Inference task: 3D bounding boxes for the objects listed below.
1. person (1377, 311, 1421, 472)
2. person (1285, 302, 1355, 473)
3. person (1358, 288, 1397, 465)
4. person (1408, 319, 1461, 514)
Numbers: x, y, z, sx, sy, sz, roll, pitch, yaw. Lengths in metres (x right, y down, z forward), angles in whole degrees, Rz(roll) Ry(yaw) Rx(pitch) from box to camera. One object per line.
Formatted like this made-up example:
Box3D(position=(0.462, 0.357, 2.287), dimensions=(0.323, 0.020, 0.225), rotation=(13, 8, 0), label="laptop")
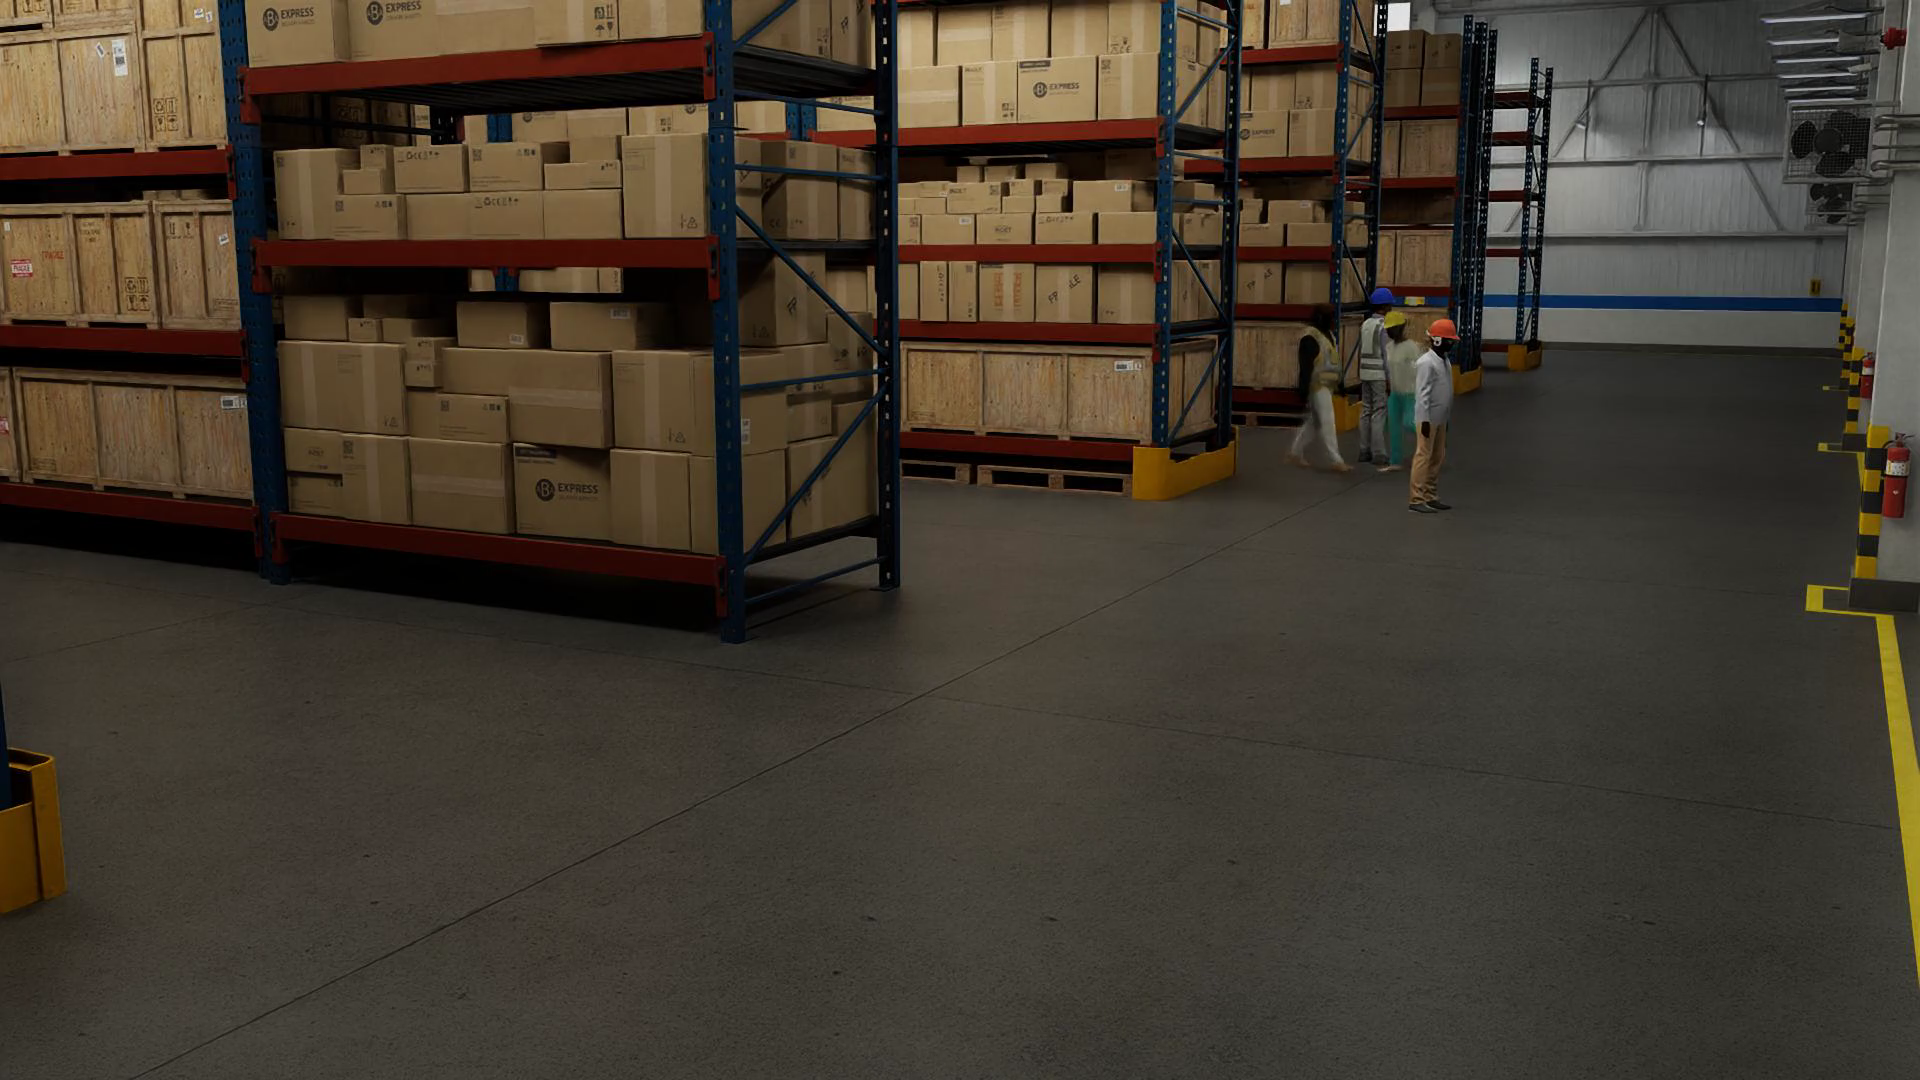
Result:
Box3D(position=(4.780, -1.576, 17.707), dimensions=(0.676, 1.734, 0.536), rotation=(-4, 11, -21), label="person")
Box3D(position=(3.864, -1.638, 17.812), dimensions=(0.832, 1.813, 0.628), rotation=(6, 11, 31), label="person")
Box3D(position=(4.621, -1.805, 18.382), dimensions=(0.383, 1.951, 0.605), rotation=(-3, 10, -16), label="person")
Box3D(position=(4.295, -1.114, 14.988), dimensions=(0.349, 1.743, 0.571), rotation=(8, 13, 40), label="person")
